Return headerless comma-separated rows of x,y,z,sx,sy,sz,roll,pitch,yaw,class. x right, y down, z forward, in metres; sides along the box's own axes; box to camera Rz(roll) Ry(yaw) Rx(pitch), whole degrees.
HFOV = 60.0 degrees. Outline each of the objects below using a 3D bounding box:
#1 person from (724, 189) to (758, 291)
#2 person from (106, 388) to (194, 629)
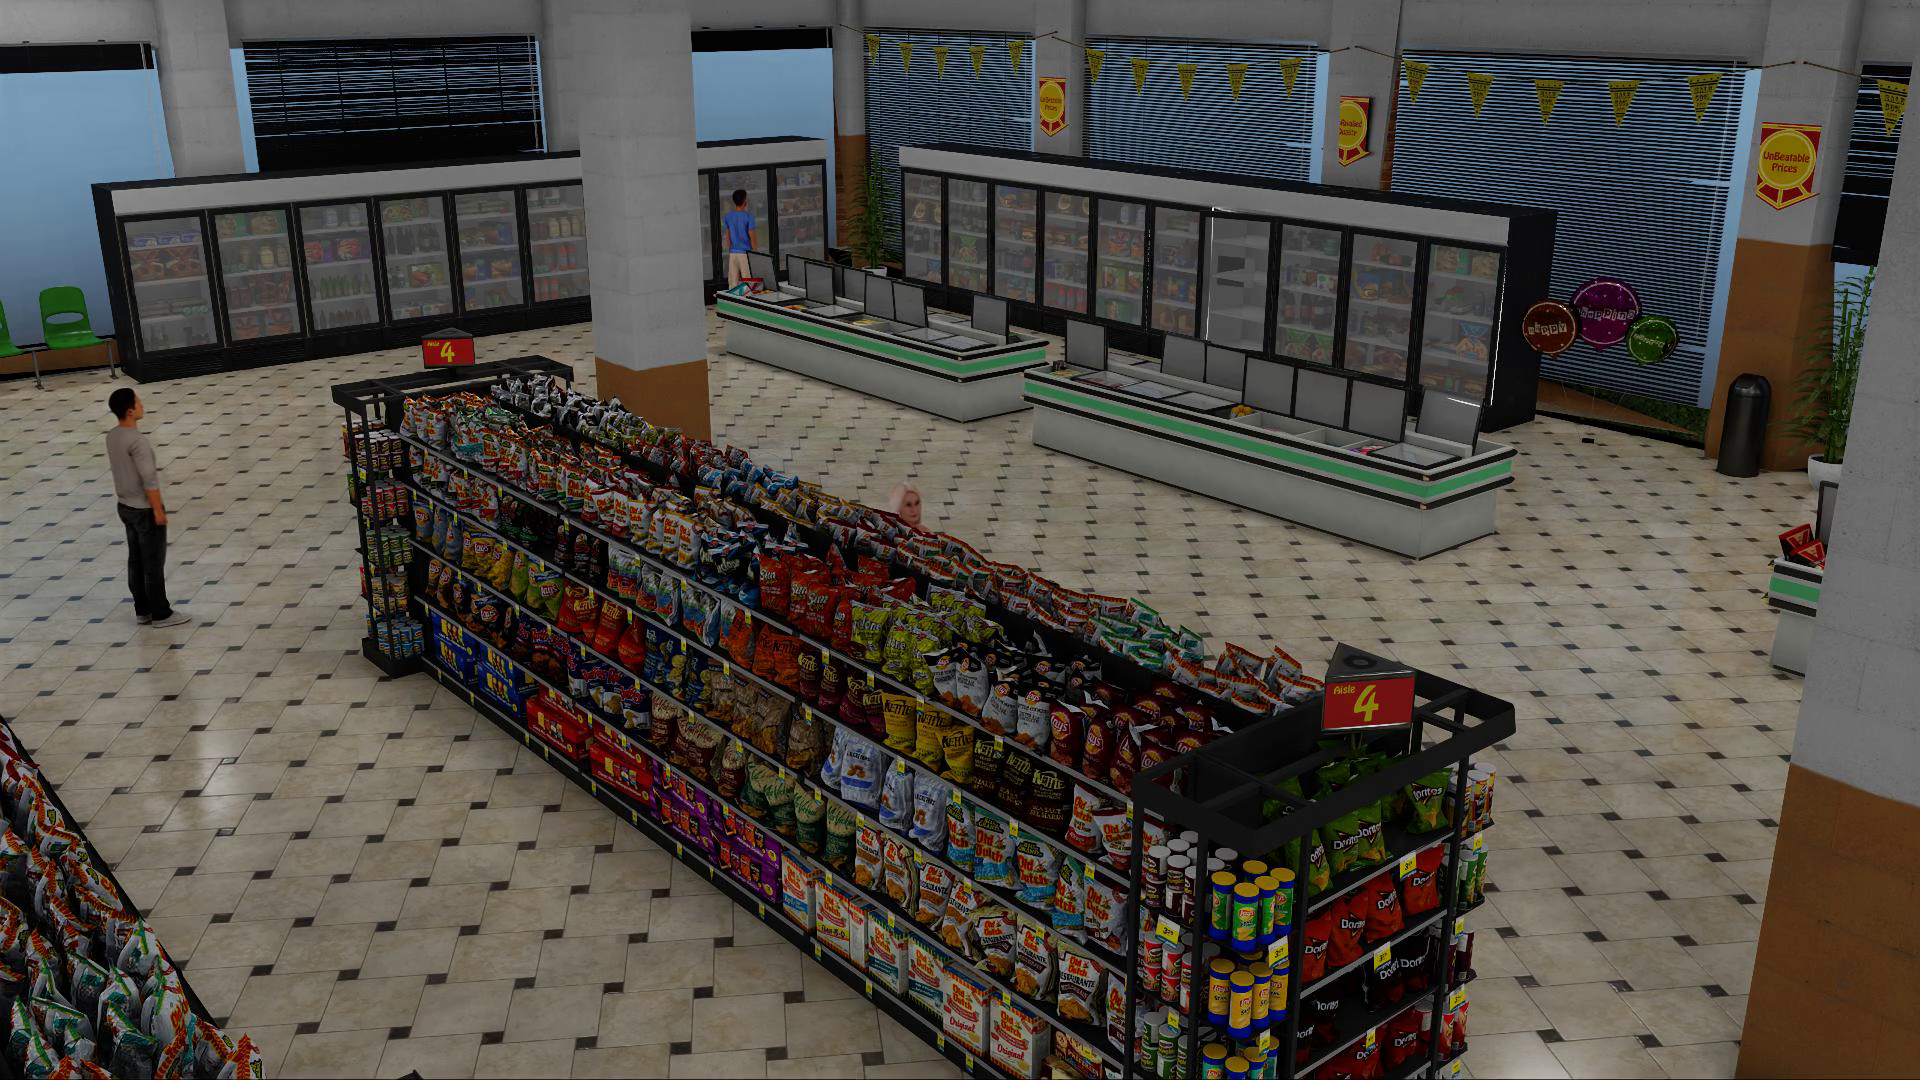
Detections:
-3.063,-3.984,23.378,0.678,1.864,0.798,7,20,20,person
-6.101,-0.240,12.357,0.570,1.811,0.754,13,23,35,person
